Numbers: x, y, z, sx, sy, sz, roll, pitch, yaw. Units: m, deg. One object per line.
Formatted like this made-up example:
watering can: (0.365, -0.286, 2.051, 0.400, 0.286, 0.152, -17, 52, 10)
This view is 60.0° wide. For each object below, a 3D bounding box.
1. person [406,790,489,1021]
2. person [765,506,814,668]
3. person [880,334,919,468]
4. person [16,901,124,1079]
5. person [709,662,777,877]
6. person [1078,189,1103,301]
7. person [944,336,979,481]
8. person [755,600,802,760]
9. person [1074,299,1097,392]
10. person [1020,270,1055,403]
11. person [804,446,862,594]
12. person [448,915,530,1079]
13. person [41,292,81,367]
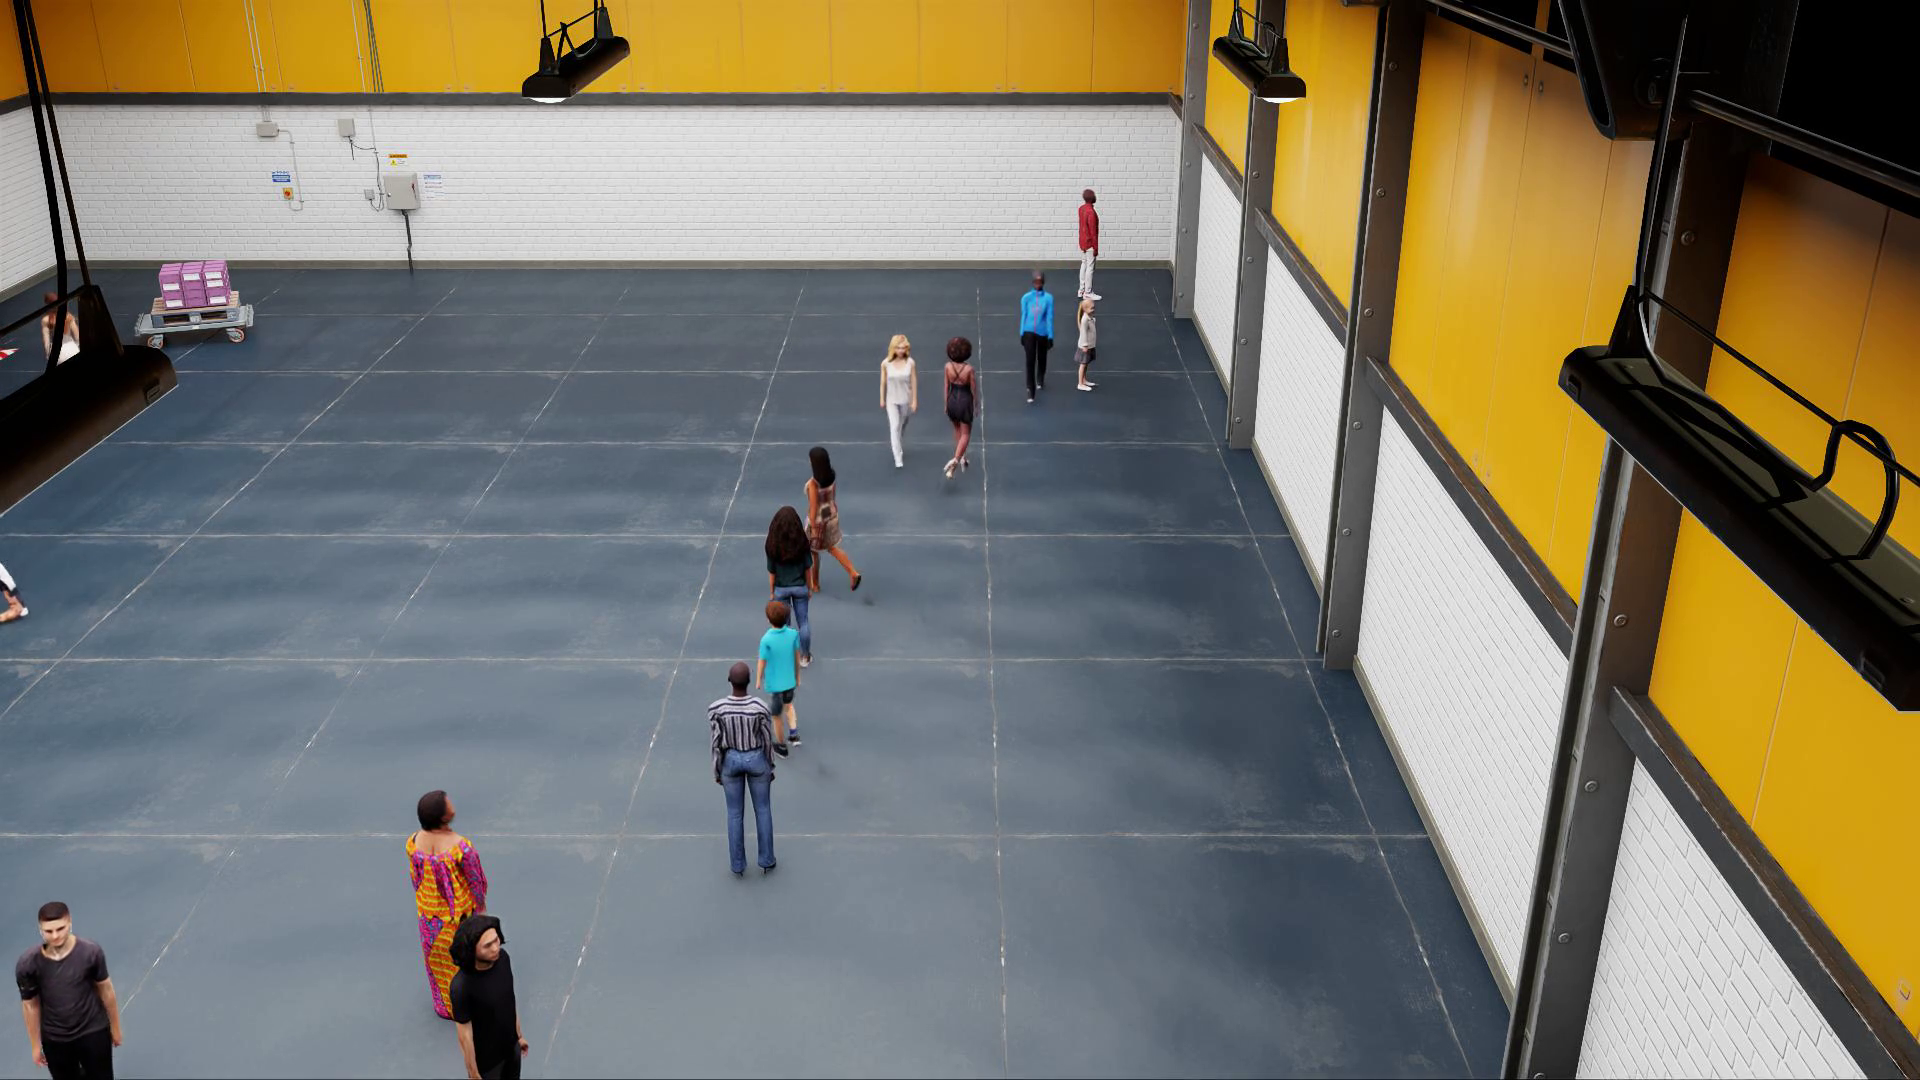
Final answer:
person: (-3.380, 2.389, 11.041, 0.708, 1.681, 0.722, 5, 24, 12)
person: (-1.586, 0.446, 15.568, 0.627, 1.617, 0.625, -3, 24, -7)
person: (-0.748, -1.757, 20.597, 0.723, 1.624, 1.120, -4, 24, -9)
person: (-5.245, 2.864, 9.871, 0.861, 1.749, 1.047, -9, 25, -20)
person: (-1.602, 1.719, 12.431, 0.632, 1.796, 0.541, -2, 24, -5)
person: (2.130, -4.919, 27.587, 0.789, 1.820, 0.632, -7, 25, -16)
person: (-0.021, -1.539, 19.925, 0.827, 1.763, 1.127, 9, 25, 19)
person: (-1.488, 1.198, 14.067, 0.614, 1.441, 0.665, -19, 30, -36)
person: (1.766, -2.753, 23.310, 0.629, 1.277, 0.535, 8, 25, 17)
person: (1.074, -2.844, 22.916, 0.654, 1.759, 1.166, 1, 24, 2)
person: (-1.336, -0.175, 16.971, 0.998, 1.630, 1.006, 14, 27, 30)
person: (-2.708, 2.927, 9.619, 0.764, 1.836, 0.607, 9, 25, 20)
person: (-11.796, -2.419, 21.997, 0.814, 1.717, 0.752, 21, 31, 39)
